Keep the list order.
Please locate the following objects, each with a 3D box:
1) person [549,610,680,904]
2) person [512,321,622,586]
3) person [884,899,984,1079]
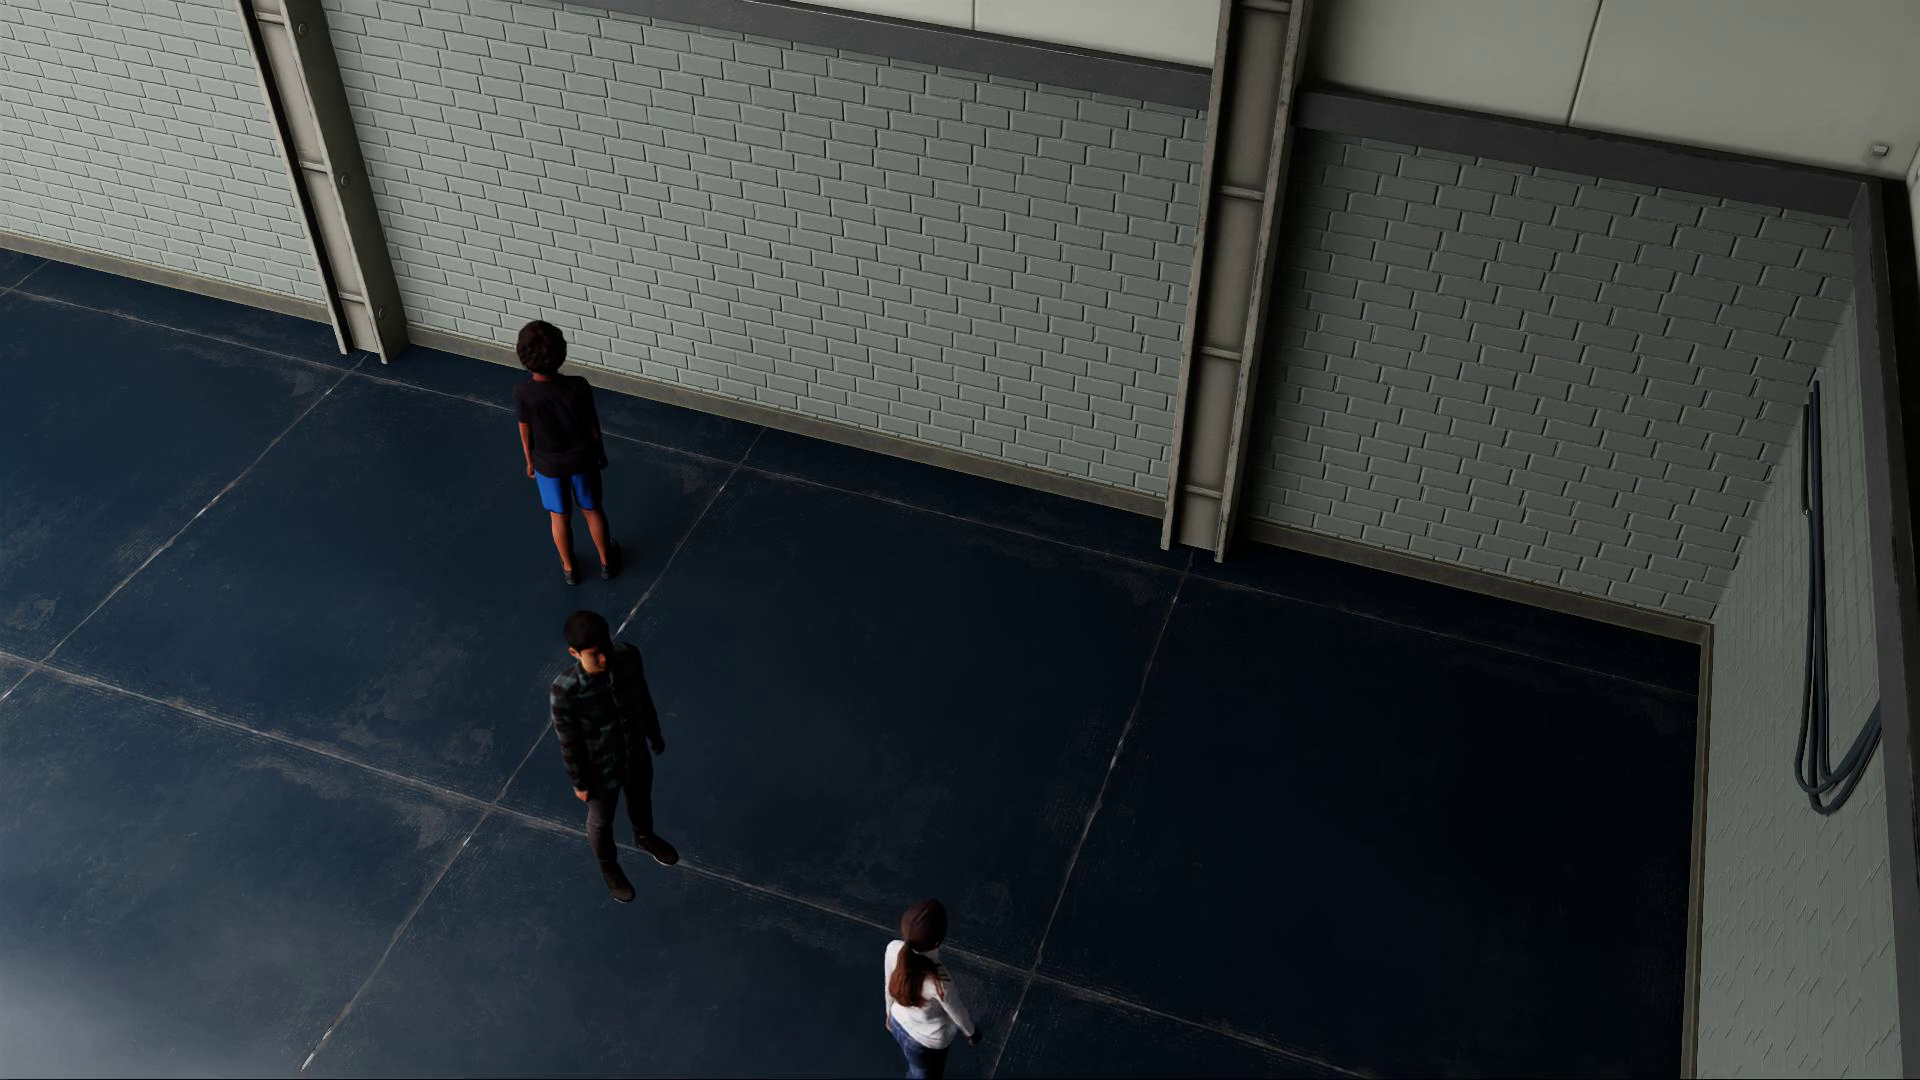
[{"bbox_3d":[-1.582,0.946,7.583,0.670,1.715,0.742,32,51,30],"label":"person"},{"bbox_3d":[-2.264,-0.476,9.519,0.675,1.798,0.772,-9,43,-9],"label":"person"},{"bbox_3d":[-0.222,2.079,6.898,0.691,1.540,0.644,-32,51,-30],"label":"person"}]
